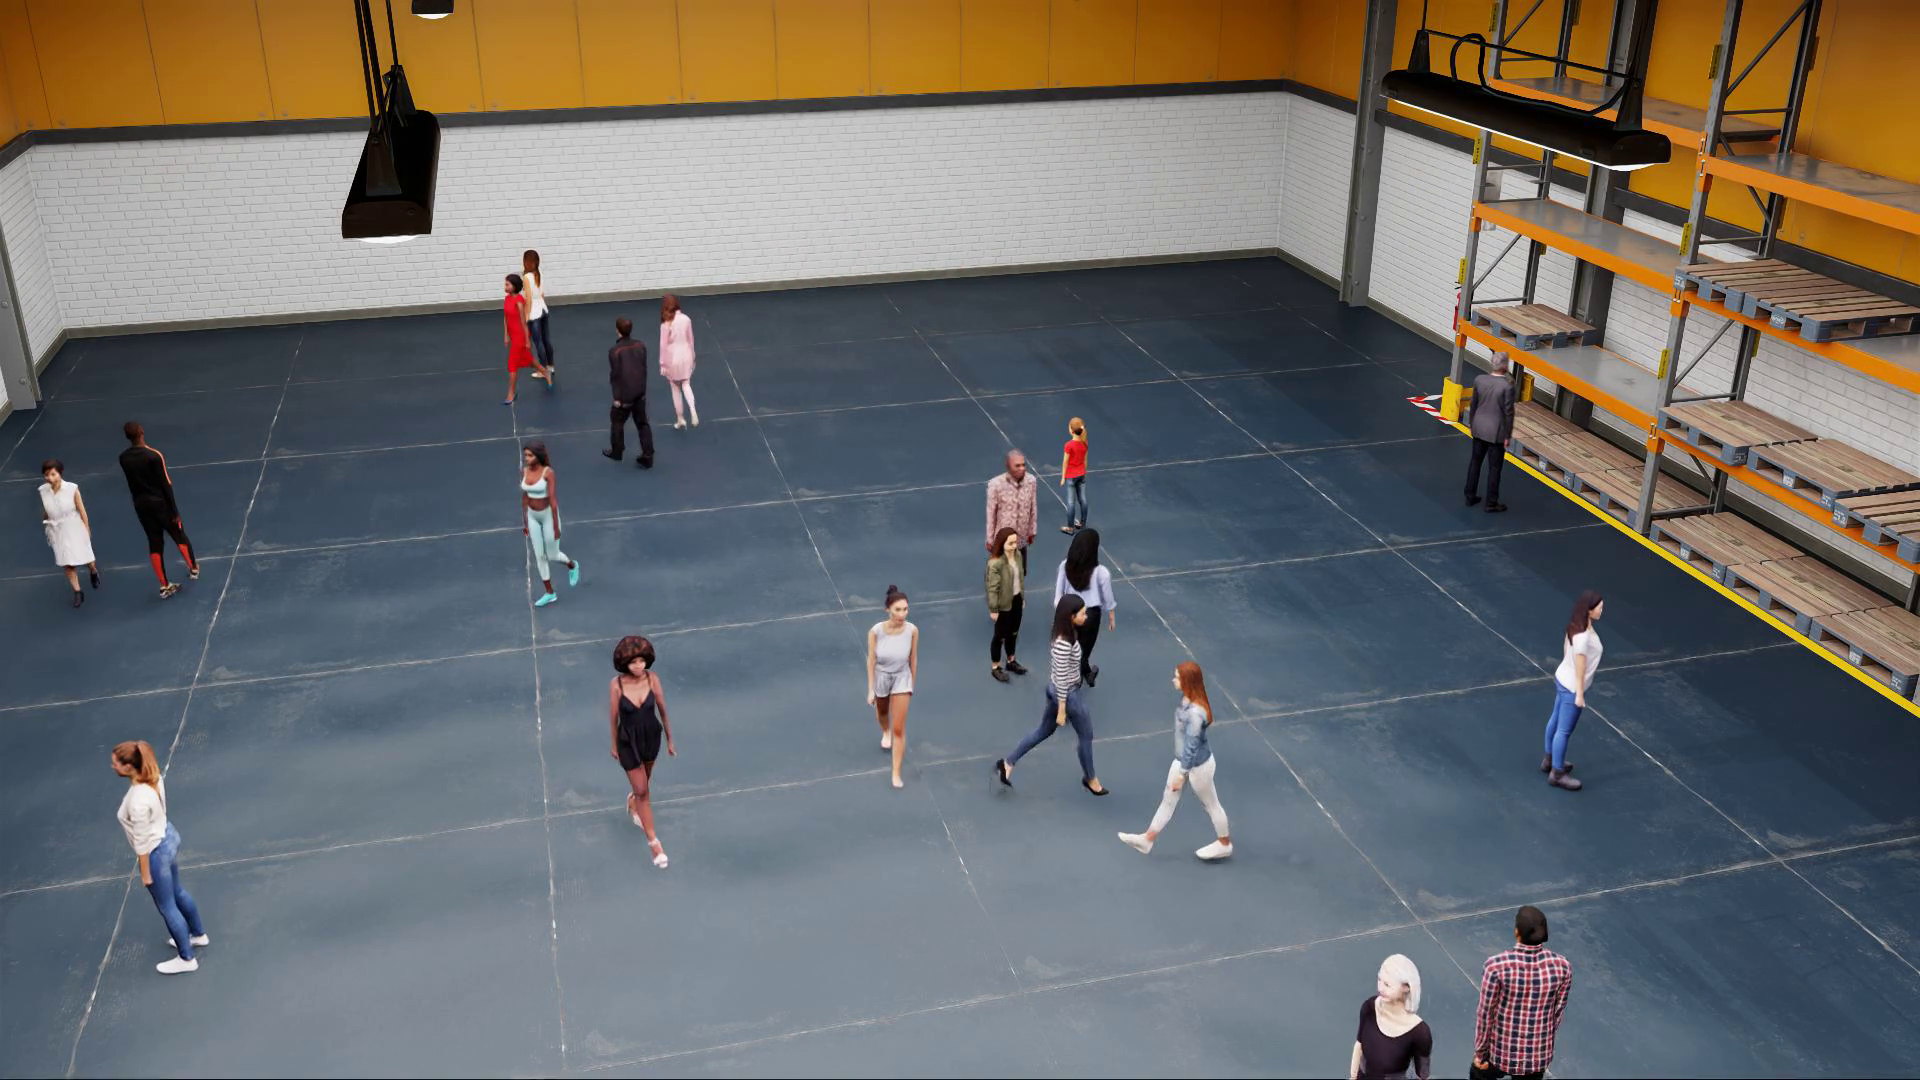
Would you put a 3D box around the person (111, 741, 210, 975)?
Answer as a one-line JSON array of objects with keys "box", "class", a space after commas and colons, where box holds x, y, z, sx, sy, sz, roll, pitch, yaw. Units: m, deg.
[{"box": [-5.343, 2.090, 11.109, 0.679, 1.718, 0.495, -4, 24, -9], "class": "person"}]

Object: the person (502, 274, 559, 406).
[{"box": [-5.752, -2.666, 22.008, 0.987, 1.704, 1.124, -20, 30, -38], "class": "person"}]

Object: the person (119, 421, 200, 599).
[{"box": [-8.015, -0.271, 16.439, 0.807, 1.775, 0.994, 1, 24, 3], "class": "person"}]

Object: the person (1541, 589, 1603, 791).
[{"box": [4.866, 1.173, 13.250, 0.730, 1.683, 0.592, 3, 24, 7], "class": "person"}]

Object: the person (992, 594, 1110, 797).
[{"box": [0.702, 1.252, 12.991, 0.882, 1.746, 1.168, 0, 24, 0], "class": "person"}]

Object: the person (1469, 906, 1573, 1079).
[{"box": [3.133, 2.866, 9.289, 0.760, 1.754, 0.740, 2, 24, 5], "class": "person"}]

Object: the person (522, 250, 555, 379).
[{"box": [-5.822, -3.123, 22.951, 0.726, 1.784, 0.635, 8, 25, 18], "class": "person"}]

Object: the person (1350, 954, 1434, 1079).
[{"box": [2.286, 3.013, 8.866, 0.656, 1.824, 0.765, 17, 29, 34], "class": "person"}]

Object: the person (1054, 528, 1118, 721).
[{"box": [1.004, 0.759, 14.174, 1.118, 1.702, 1.200, 12, 26, 25], "class": "person"}]

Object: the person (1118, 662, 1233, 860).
[{"box": [1.807, 1.652, 12.193, 0.794, 1.651, 1.062, -2, 24, -5], "class": "person"}]

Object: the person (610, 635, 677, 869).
[{"box": [-2.417, 1.505, 12.425, 0.777, 1.735, 1.153, -13, 27, -27], "class": "person"}]

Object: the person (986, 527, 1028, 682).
[{"box": [0.410, 0.554, 14.924, 0.680, 1.476, 0.663, 20, 31, 38], "class": "person"}]

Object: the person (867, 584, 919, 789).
[{"box": [-0.569, 1.123, 13.513, 0.746, 1.564, 1.160, -1, 24, -2], "class": "person"}]

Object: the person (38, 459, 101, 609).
[{"box": [-8.758, -0.107, 16.353, 0.614, 1.544, 0.718, -3, 24, -8], "class": "person"}]

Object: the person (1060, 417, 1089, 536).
[{"box": [1.254, -0.692, 17.987, 0.527, 1.307, 0.559, -16, 28, -32], "class": "person"}]

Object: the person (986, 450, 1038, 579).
[{"box": [0.437, -0.055, 15.945, 0.768, 1.775, 1.028, -9, 25, -21], "class": "person"}]

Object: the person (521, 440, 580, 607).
[{"box": [-4.046, -0.202, 16.353, 0.826, 1.717, 0.902, 11, 26, 24], "class": "person"}]

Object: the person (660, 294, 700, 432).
[{"box": [-3.481, -2.188, 20.807, 0.776, 1.788, 0.846, -17, 29, -34], "class": "person"}]

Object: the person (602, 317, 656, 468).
[{"box": [-3.853, -1.712, 19.686, 1.105, 1.814, 1.008, 20, 31, 38], "class": "person"}]

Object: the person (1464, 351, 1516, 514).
[{"box": [5.918, -1.225, 18.539, 0.849, 1.842, 0.689, -17, 29, -33], "class": "person"}]
